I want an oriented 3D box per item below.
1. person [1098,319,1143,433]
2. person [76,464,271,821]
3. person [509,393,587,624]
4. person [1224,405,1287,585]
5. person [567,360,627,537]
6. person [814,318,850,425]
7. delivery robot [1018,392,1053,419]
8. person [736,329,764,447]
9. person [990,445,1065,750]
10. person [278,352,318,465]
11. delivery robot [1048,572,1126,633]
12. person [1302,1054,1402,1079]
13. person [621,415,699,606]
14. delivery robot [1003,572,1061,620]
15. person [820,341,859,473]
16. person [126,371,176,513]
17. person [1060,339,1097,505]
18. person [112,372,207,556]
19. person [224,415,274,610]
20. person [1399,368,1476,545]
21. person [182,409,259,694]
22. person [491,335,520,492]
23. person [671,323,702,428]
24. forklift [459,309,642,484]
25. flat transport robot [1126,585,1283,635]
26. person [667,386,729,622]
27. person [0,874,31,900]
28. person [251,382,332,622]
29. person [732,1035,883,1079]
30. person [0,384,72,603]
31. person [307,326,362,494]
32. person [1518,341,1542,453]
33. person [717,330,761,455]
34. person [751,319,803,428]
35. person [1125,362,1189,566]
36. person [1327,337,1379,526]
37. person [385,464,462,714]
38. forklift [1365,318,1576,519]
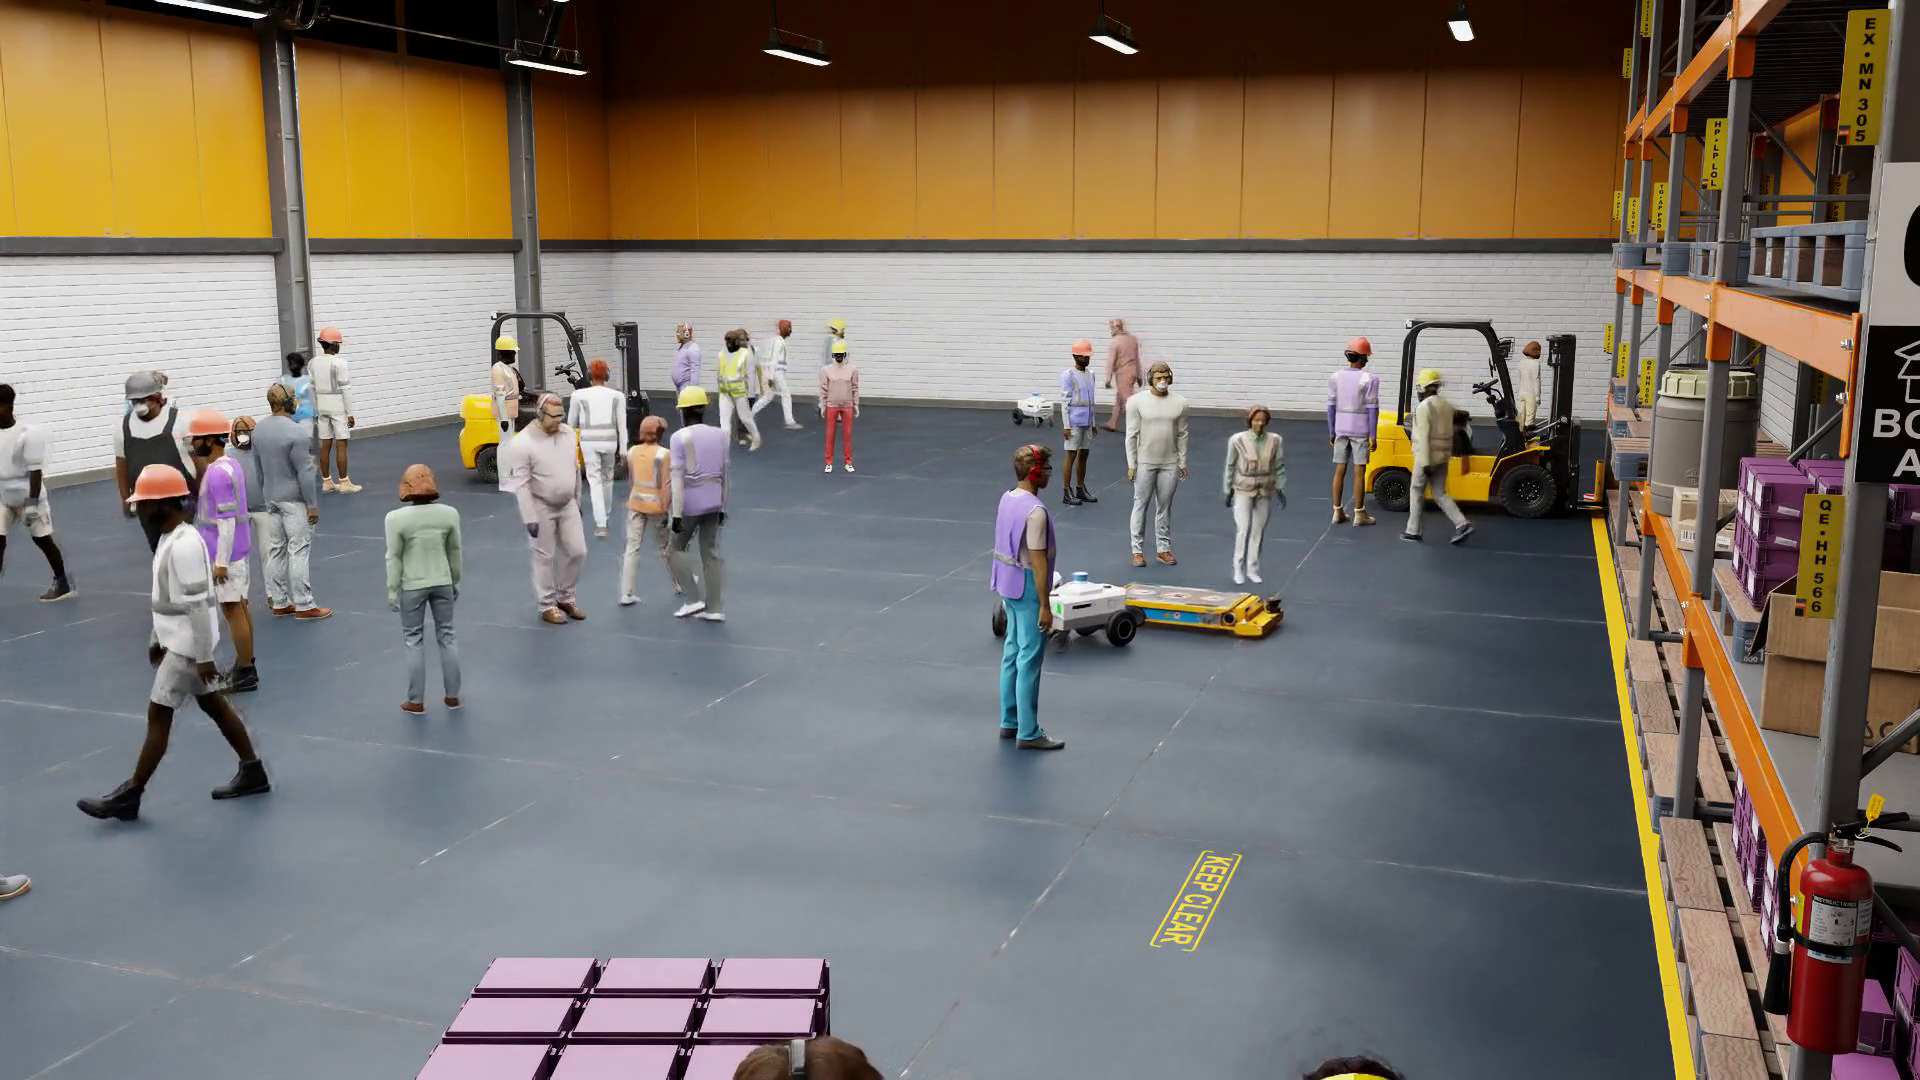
[{"bbox_3d":[2.590,-2.596,26.577,0.997,1.855,0.671,8,13,37],"label":"person"},{"bbox_3d":[-4.218,0.532,8.873,0.966,1.881,0.560,-5,11,-27],"label":"person"},{"bbox_3d":[-3.251,-0.241,13.240,0.472,1.875,0.673,8,13,39],"label":"person"},{"bbox_3d":[2.637,-0.398,14.833,0.533,1.619,0.479,-2,10,-10],"label":"person"},{"bbox_3d":[-3.807,-0.970,17.508,0.579,1.830,1.018,-5,11,-25],"label":"person"},{"bbox_3d":[-2.119,-2.835,28.041,0.551,1.816,0.593,-4,11,-21],"label":"person"},{"bbox_3d":[1.268,-2.233,27.915,0.477,0.478,0.707,-5,11,-27],"label":"delivery robot"},{"bbox_3d":[-3.323,-2.345,25.404,0.567,1.786,0.885,-5,11,-28],"label":"person"},{"bbox_3d":[0.394,0.343,10.038,0.379,1.842,0.570,-4,11,-19],"label":"person"},{"bbox_3d":[-8.450,-1.583,21.335,0.542,1.679,0.636,2,10,9],"label":"person"},{"bbox_3d":[0.911,0.487,12.594,0.707,0.478,0.477,-7,12,-35],"label":"delivery robot"},{"bbox_3d":[0.594,1.681,2.547,0.490,1.835,0.704,-1,10,-3],"label":"person"},{"bbox_3d":[-2.617,-0.262,14.176,0.522,1.585,0.884,5,11,25],"label":"person"},{"bbox_3d":[0.571,0.406,13.054,0.477,0.478,0.707,3,11,15],"label":"delivery robot"},{"bbox_3d":[-1.602,-1.773,22.180,0.534,1.767,0.319,-2,10,-12],"label":"person"},{"bbox_3d":[-9.173,-1.108,18.888,0.570,1.601,0.336,-8,13,-37],"label":"person"},{"bbox_3d":[1.417,-1.380,19.479,0.357,1.936,0.551,10,14,43],"label":"person"},{"bbox_3d":[-6.606,-0.412,13.742,0.705,2.000,0.601,0,10,-2],"label":"person"},{"bbox_3d":[-5.887,-0.222,13.818,0.507,1.632,0.275,-3,10,-16],"label":"person"},{"bbox_3d":[4.836,-0.835,16.815,0.599,1.800,0.729,-7,12,-36],"label":"person"},{"bbox_3d":[-5.010,0.078,11.272,0.373,1.934,0.551,-3,11,-17],"label":"person"},{"bbox_3d":[-5.572,-1.553,20.486,0.366,1.927,0.585,-1,10,-6],"label":"person"},{"bbox_3d":[-3.982,-2.193,24.149,0.410,1.909,0.643,-6,11,-29],"label":"person"},{"bbox_3d":[-5.354,-1.902,21.697,2.313,2.155,1.214,-2,10,-13],"label":"forklift"},{"bbox_3d":[1.811,0.541,13.354,1.431,0.197,0.652,5,11,24],"label":"flat transport robot"},{"bbox_3d":[-2.131,-0.285,13.389,0.544,1.904,0.614,9,13,40],"label":"person"},{"bbox_3d":[-4.664,0.694,7.636,0.608,1.997,0.375,5,11,26],"label":"person"},{"bbox_3d":[-5.411,-0.304,13.420,0.630,1.940,0.372,6,12,29],"label":"person"},{"bbox_3d":[-0.229,1.659,2.638,0.429,1.844,0.627,-1,10,-8],"label":"person"},{"bbox_3d":[-7.860,-0.352,13.800,0.617,1.899,1.033,3,10,15],"label":"person"},{"bbox_3d":[-7.642,-1.582,20.324,0.611,2.043,0.374,4,11,23],"label":"person"},{"bbox_3d":[8.329,-2.086,24.313,0.289,1.633,0.497,-2,10,-13],"label":"person"},{"bbox_3d":[-3.234,-2.140,24.133,0.640,1.813,0.870,4,11,23],"label":"person"},{"bbox_3d":[-3.126,-2.727,27.435,0.966,1.831,0.588,-2,10,-11],"label":"person"},{"bbox_3d":[1.868,-0.719,15.757,0.627,1.940,0.376,-2,10,-12],"label":"person"},{"bbox_3d":[4.271,-1.175,18.031,0.395,2.044,0.609,-10,14,-44],"label":"person"},{"bbox_3d":[-3.471,0.317,10.809,0.505,1.624,0.284,-9,13,-40],"label":"person"},{"bbox_3d":[5.787,-1.437,19.079,2.313,2.155,1.214,3,11,19],"label":"forklift"}]
